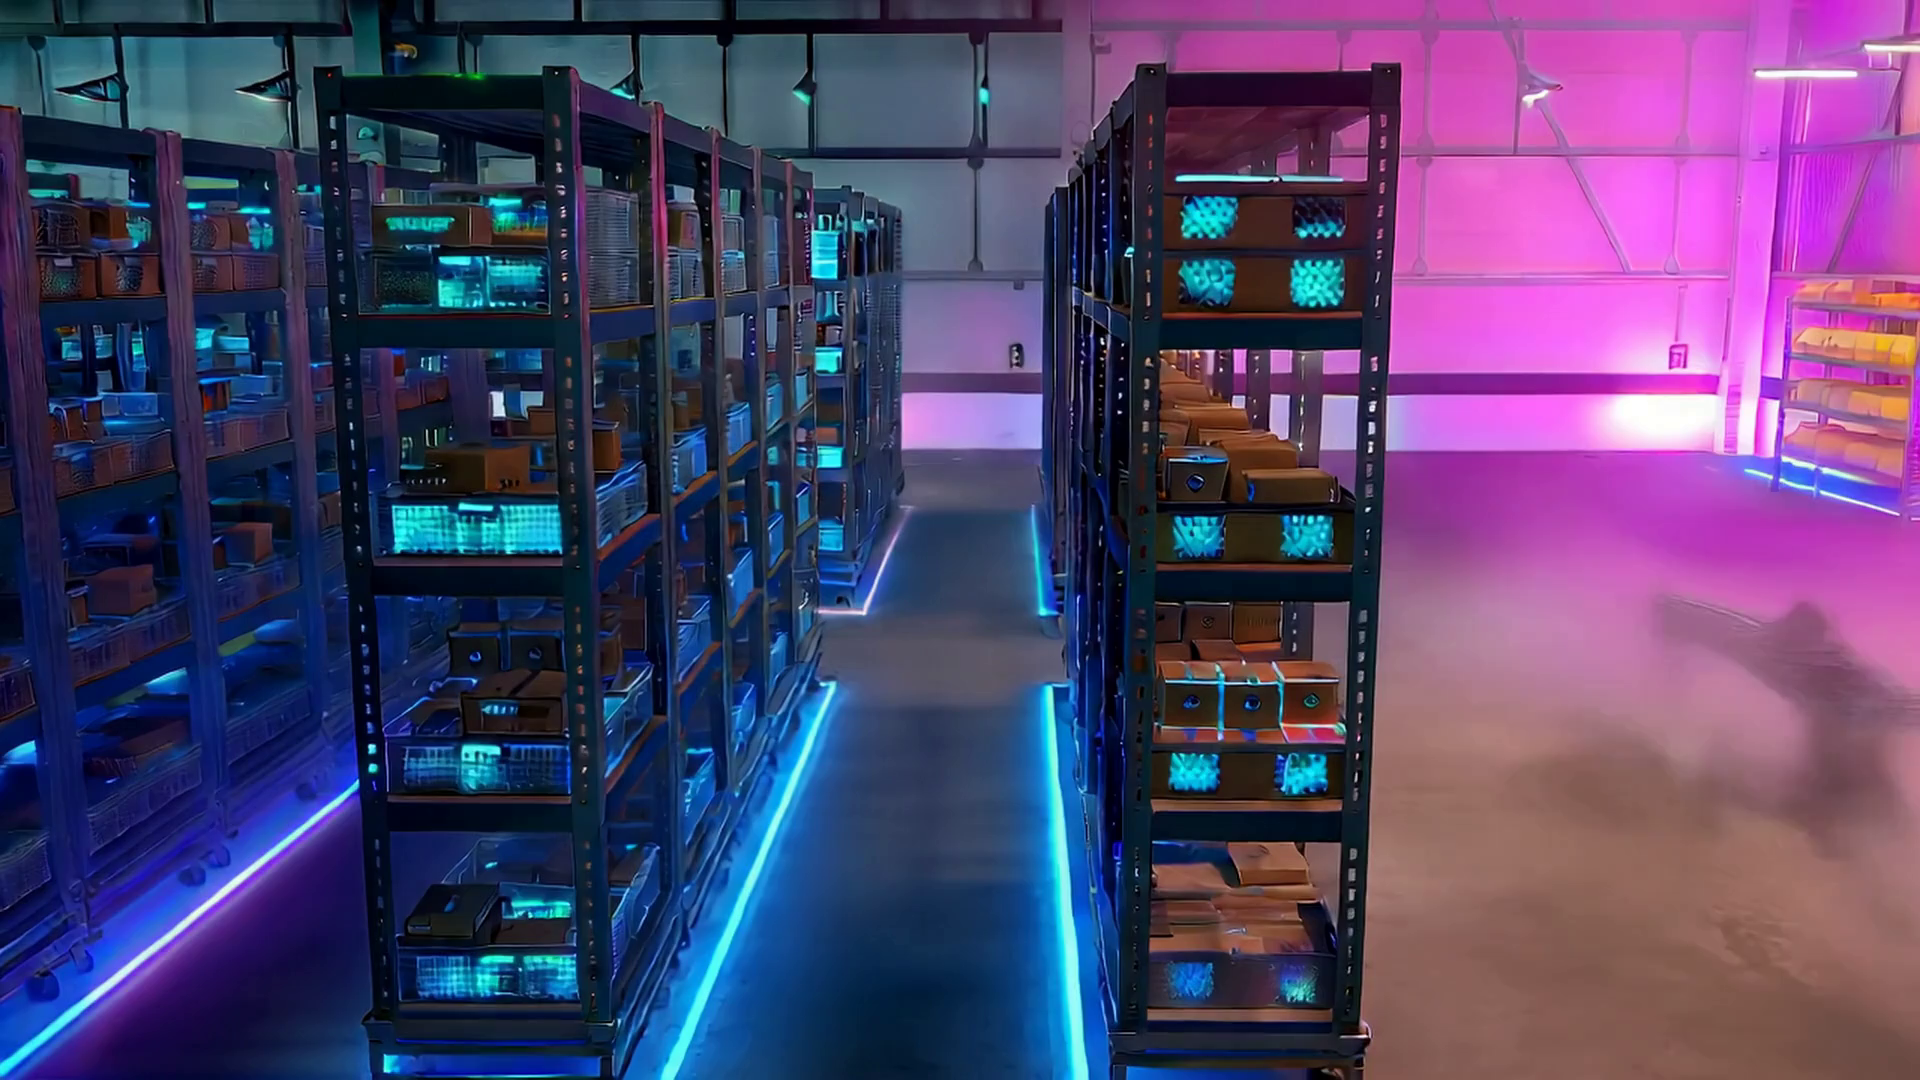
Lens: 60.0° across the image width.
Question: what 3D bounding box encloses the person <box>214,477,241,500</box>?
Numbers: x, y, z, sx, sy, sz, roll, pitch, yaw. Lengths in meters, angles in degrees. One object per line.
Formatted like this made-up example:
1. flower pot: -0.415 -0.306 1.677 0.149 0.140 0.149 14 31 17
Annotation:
1. person: -7.542 -0.828 16.933 0.437 1.981 0.629 -2 10 -9
